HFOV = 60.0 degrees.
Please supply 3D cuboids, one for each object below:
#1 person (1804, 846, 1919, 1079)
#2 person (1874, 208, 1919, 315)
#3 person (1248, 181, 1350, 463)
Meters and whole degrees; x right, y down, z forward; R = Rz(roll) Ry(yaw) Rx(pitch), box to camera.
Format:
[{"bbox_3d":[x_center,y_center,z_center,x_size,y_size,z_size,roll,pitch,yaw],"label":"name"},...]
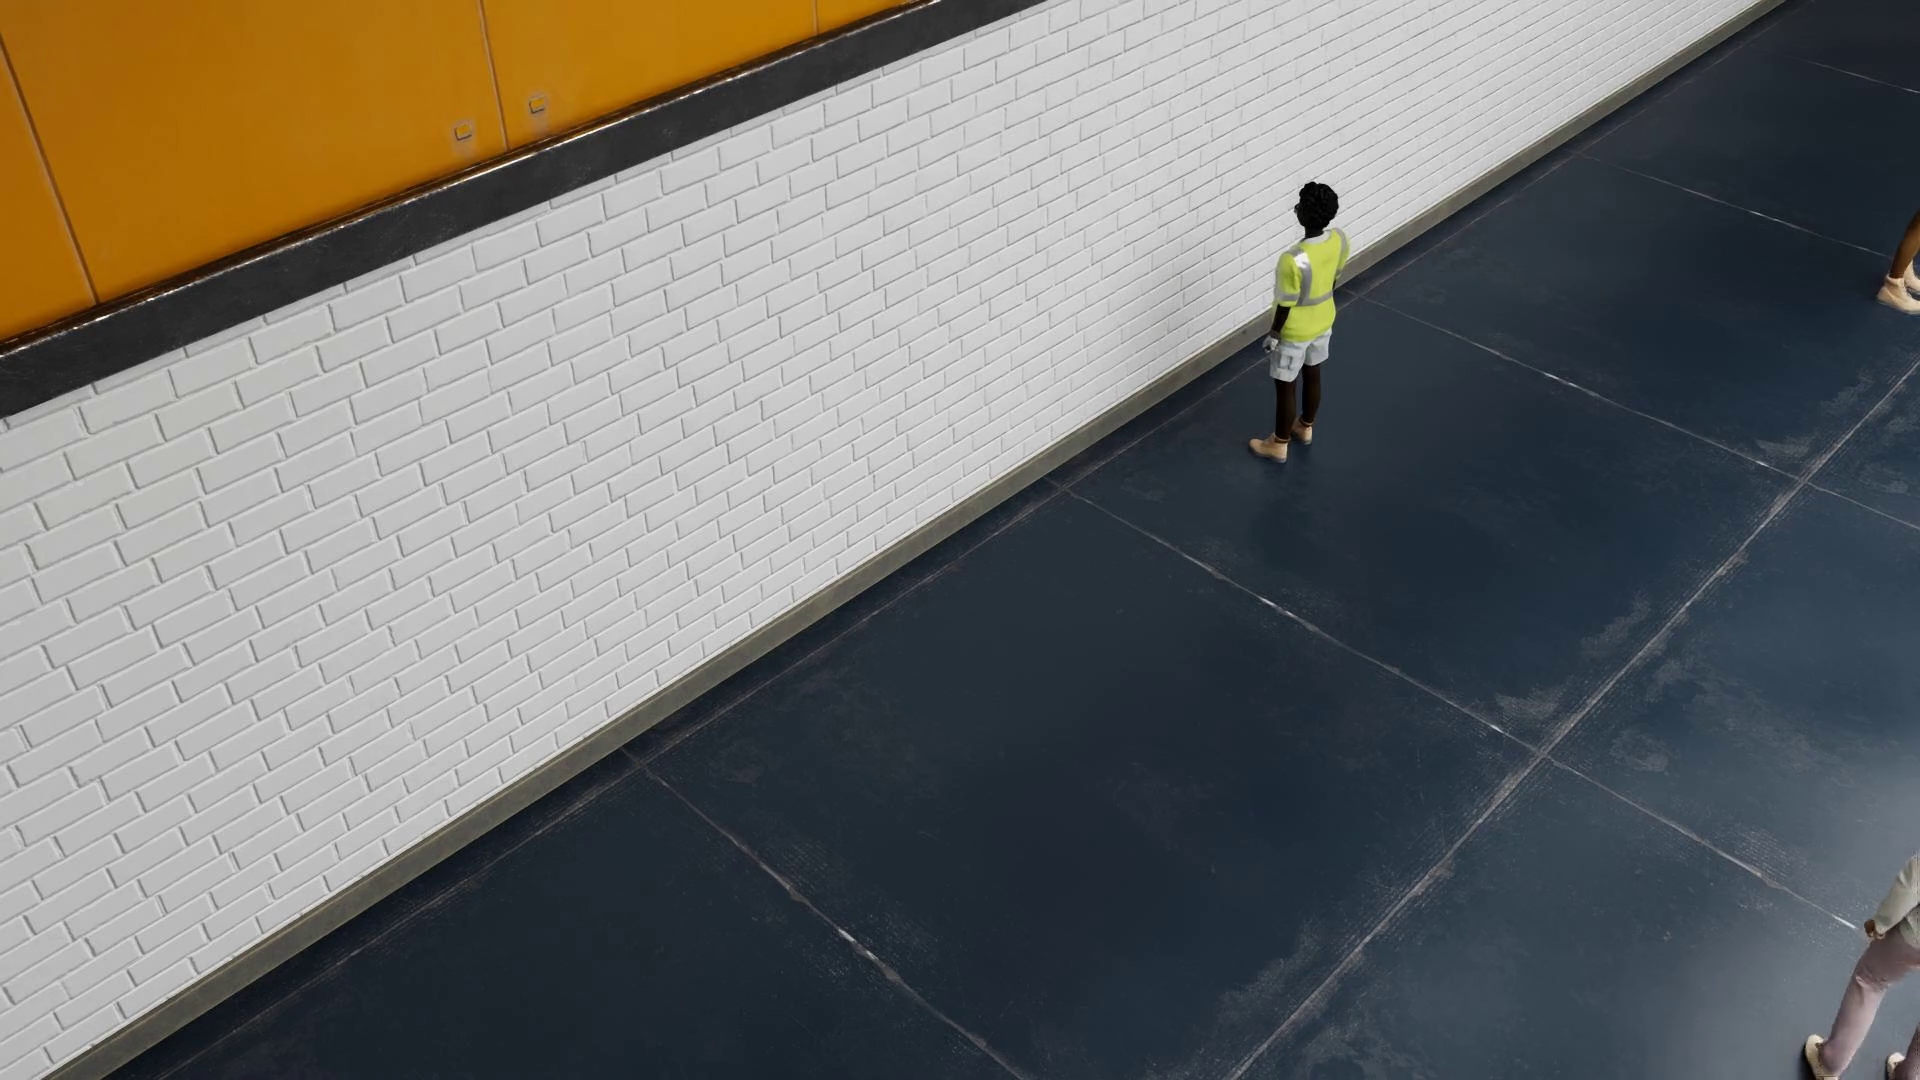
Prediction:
[{"bbox_3d":[3.570,1.400,5.982,0.536,1.752,0.367,9,40,11],"label":"person"},{"bbox_3d":[6.337,-2.412,10.524,0.395,2.039,0.607,23,44,26],"label":"person"},{"bbox_3d":[1.897,-1.206,9.283,0.531,1.696,0.319,-30,47,-32],"label":"person"}]
